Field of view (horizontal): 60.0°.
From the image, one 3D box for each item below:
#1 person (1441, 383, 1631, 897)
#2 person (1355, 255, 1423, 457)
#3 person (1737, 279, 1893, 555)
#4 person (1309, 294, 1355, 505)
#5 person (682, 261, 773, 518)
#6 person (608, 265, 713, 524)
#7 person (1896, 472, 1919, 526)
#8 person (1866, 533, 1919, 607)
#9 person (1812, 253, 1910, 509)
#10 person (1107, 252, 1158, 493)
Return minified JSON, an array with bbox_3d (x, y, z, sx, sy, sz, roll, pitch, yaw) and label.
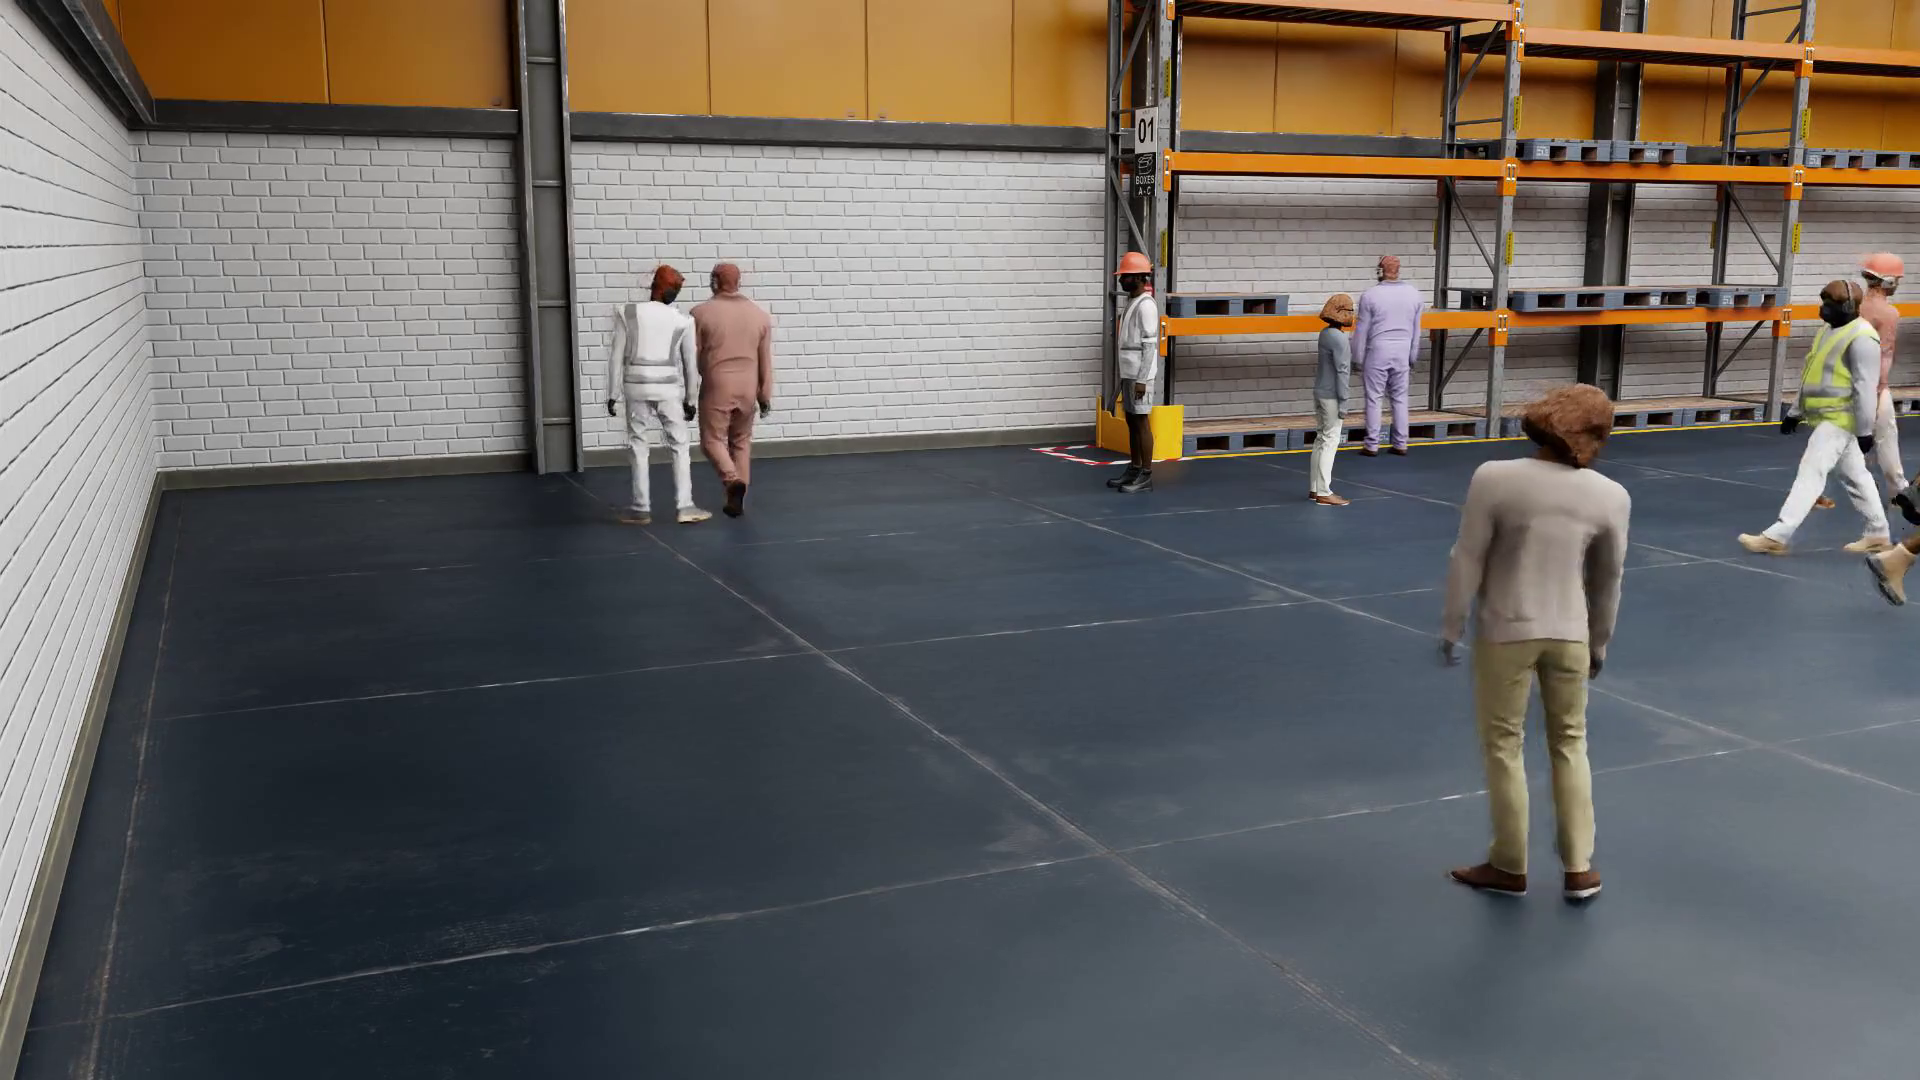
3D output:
[{"bbox_3d":[1.771,0.326,5.095,0.566,1.600,0.351,-1,10,-6],"label":"person"},{"bbox_3d":[4.015,-1.729,15.692,0.648,1.902,0.405,-2,10,-13],"label":"person"},{"bbox_3d":[5.620,-0.775,10.716,0.998,1.794,0.627,2,10,10],"label":"person"},{"bbox_3d":[2.882,-1.083,12.857,0.280,1.624,0.494,-1,10,-6],"label":"person"},{"bbox_3d":[-1.645,-1.068,12.058,0.651,1.886,0.706,-6,12,-31],"label":"person"},{"bbox_3d":[-2.146,-1.016,11.846,0.712,1.858,0.439,-3,11,-16],"label":"person"},{"bbox_3d":[6.914,-0.962,11.451,0.717,1.896,0.590,-5,11,-25],"label":"person"},{"bbox_3d":[5.283,-0.527,8.661,0.803,2.023,0.627,6,12,32],"label":"person"},{"bbox_3d":[6.843,-1.182,12.546,1.017,1.944,0.609,-2,10,-12],"label":"person"},{"bbox_3d":[1.408,-1.351,13.472,0.360,1.938,0.546,-2,10,-10],"label":"person"}]
